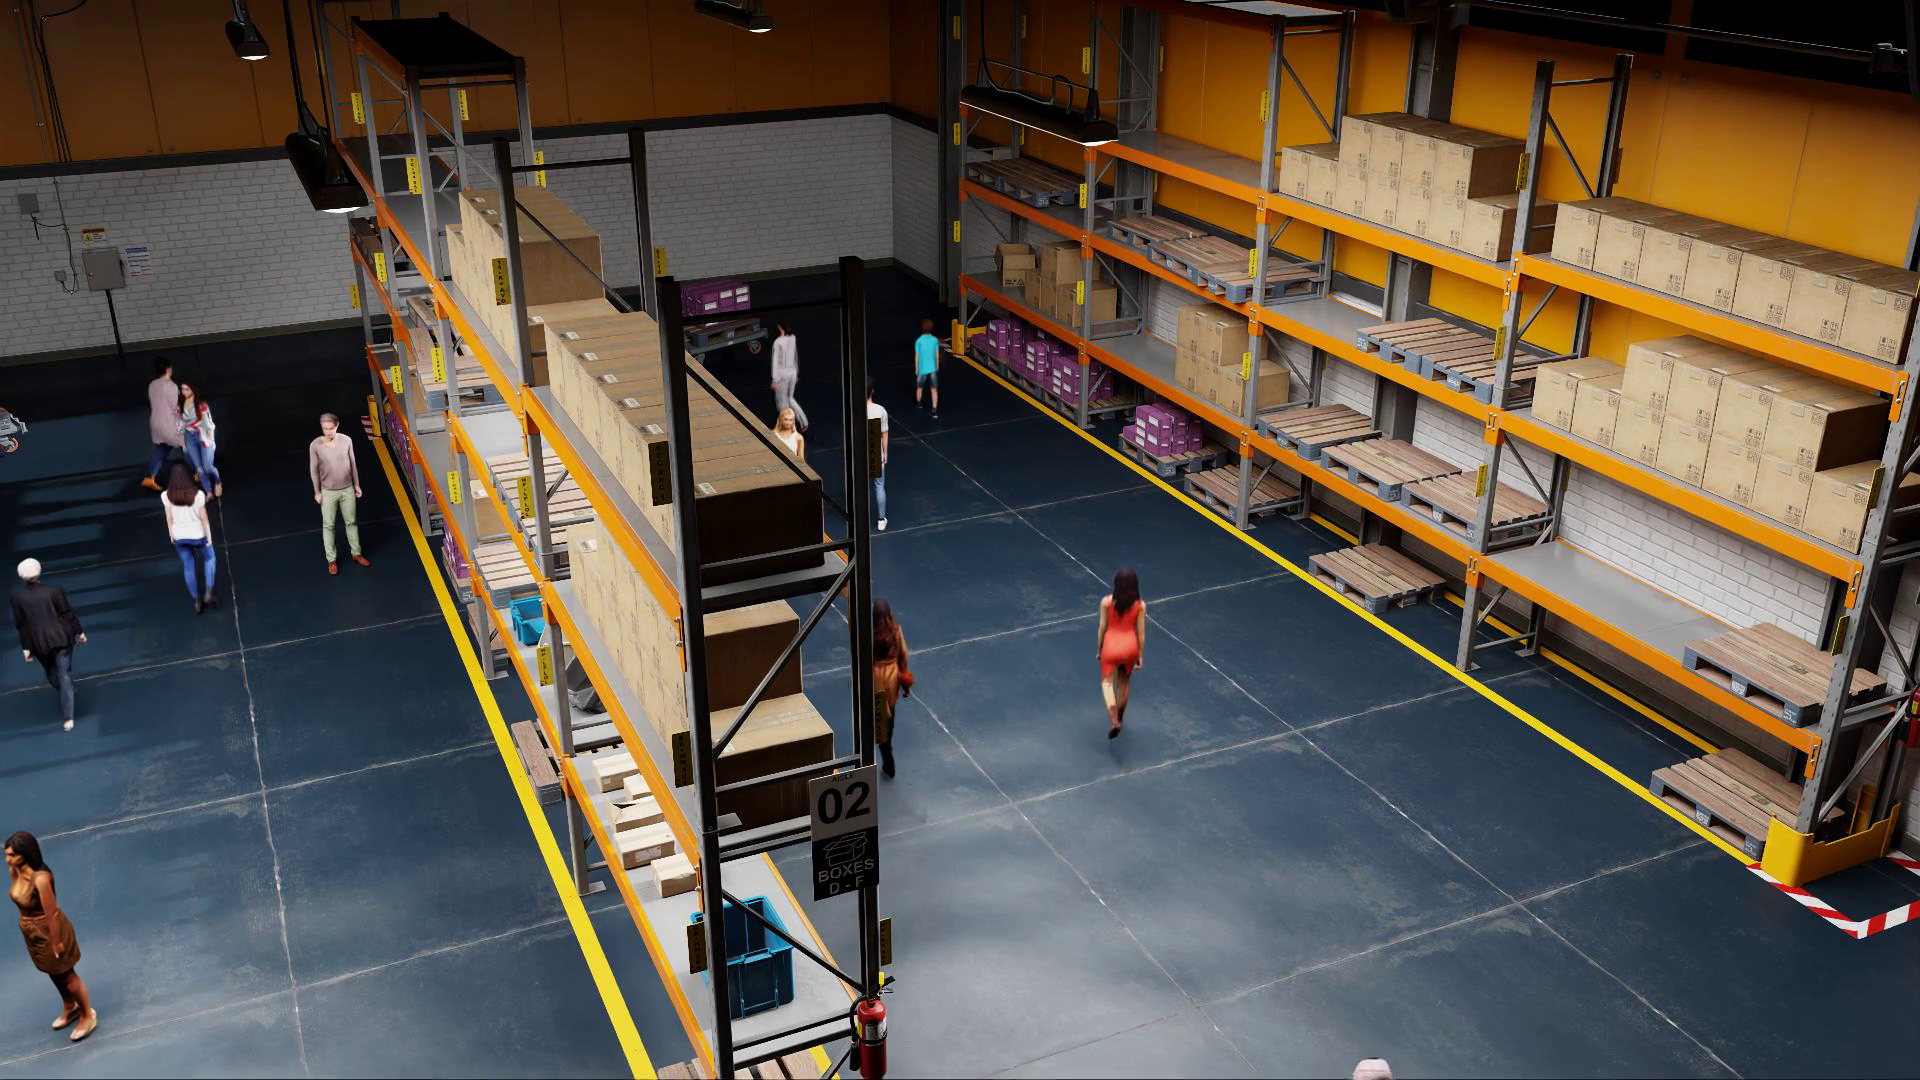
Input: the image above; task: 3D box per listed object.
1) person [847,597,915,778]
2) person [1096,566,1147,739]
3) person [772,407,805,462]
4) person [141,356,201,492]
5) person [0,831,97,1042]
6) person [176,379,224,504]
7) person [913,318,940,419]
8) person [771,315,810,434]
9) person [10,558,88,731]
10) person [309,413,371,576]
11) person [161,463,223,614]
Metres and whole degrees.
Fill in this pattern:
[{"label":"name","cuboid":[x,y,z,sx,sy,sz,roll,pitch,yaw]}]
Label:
[{"label":"person","cuboid":[-0.661,1.335,14.723,0.772,1.702,0.829,-8,25,-17]},{"label":"person","cuboid":[1.471,1.071,15.327,0.823,1.701,1.006,0,24,1]},{"label":"person","cuboid":[-2.008,-0.719,19.349,1.088,1.759,1.257,5,24,12]},{"label":"person","cuboid":[-10.098,-1.427,21.039,1.163,1.703,1.154,14,27,29]},{"label":"person","cuboid":[-6.333,2.735,11.543,0.612,1.684,0.705,14,27,29]},{"label":"person","cuboid":[-9.466,-1.263,20.781,0.724,1.609,0.760,1,24,3]},{"label":"person","cuboid":[-0.443,-2.421,23.679,0.606,1.410,0.981,-8,25,-17]},{"label":"person","cuboid":[-2.323,-2.203,22.740,0.865,1.763,0.774,16,28,32]},{"label":"person","cuboid":[-8.527,1.022,15.674,0.847,1.743,1.097,-7,24,-15]},{"label":"person","cuboid":[-7.071,-0.564,18.862,0.720,1.867,0.664,-16,28,-32]},{"label":"person","cuboid":[-8.233,0.028,17.744,0.676,1.676,0.676,-4,24,-10]}]
